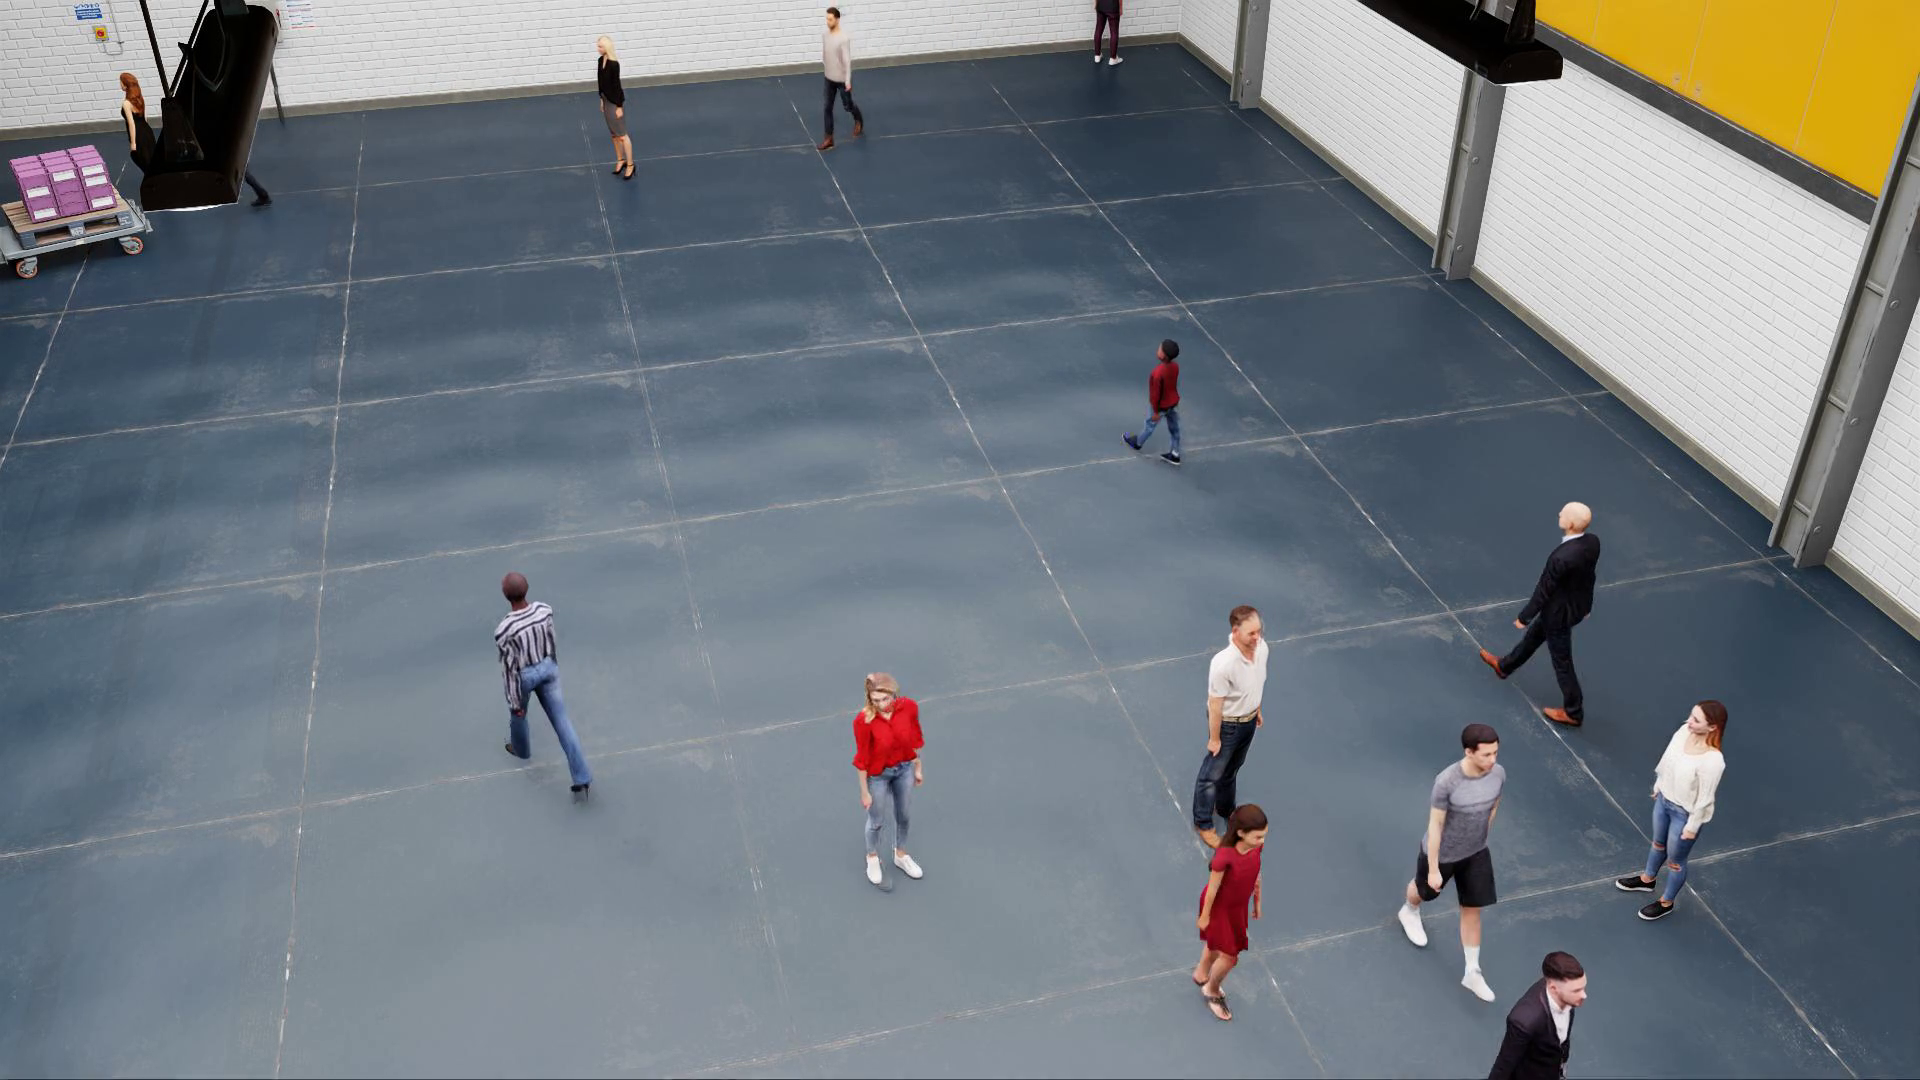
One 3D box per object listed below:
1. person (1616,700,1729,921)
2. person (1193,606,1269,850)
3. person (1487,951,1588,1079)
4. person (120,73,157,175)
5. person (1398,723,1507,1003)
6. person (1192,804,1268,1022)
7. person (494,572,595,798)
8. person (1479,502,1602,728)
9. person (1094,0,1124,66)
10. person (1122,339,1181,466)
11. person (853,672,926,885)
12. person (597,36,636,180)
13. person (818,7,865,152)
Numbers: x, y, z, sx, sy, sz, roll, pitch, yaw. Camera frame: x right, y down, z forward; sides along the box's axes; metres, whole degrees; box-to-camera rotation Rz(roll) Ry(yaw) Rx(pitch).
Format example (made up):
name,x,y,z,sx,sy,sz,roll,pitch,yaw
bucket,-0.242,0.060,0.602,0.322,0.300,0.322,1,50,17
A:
name,x,y,z,sx,sy,sz,roll,pitch,yaw
person,4.532,1.680,10.455,0.697,1.691,0.527,-4,34,-6
person,1.793,1.189,11.043,0.745,1.856,0.727,-25,41,-32
person,2.877,2.773,8.688,0.952,1.827,0.891,27,42,34
person,-10.074,-4.955,20.496,0.705,1.625,0.600,1,34,2
person,2.951,1.811,10.126,0.686,1.837,1.143,-7,34,-10
person,1.545,2.124,9.929,0.674,1.533,0.735,-23,40,-30
person,-2.851,1.028,11.388,1.260,1.744,1.072,26,42,34
person,4.421,0.579,12.060,1.079,1.748,1.310,-27,42,-34
person,2.236,-8.102,25.088,0.717,1.784,0.779,18,38,25
person,1.927,-1.240,15.264,0.752,1.231,0.905,-28,43,-35
person,-0.443,1.510,10.711,0.690,1.690,0.629,-22,39,-29
person,-4.381,-5.491,21.108,0.744,1.840,0.634,-27,42,-34
person,-1.567,-6.139,22.086,1.171,1.837,1.188,20,38,27
